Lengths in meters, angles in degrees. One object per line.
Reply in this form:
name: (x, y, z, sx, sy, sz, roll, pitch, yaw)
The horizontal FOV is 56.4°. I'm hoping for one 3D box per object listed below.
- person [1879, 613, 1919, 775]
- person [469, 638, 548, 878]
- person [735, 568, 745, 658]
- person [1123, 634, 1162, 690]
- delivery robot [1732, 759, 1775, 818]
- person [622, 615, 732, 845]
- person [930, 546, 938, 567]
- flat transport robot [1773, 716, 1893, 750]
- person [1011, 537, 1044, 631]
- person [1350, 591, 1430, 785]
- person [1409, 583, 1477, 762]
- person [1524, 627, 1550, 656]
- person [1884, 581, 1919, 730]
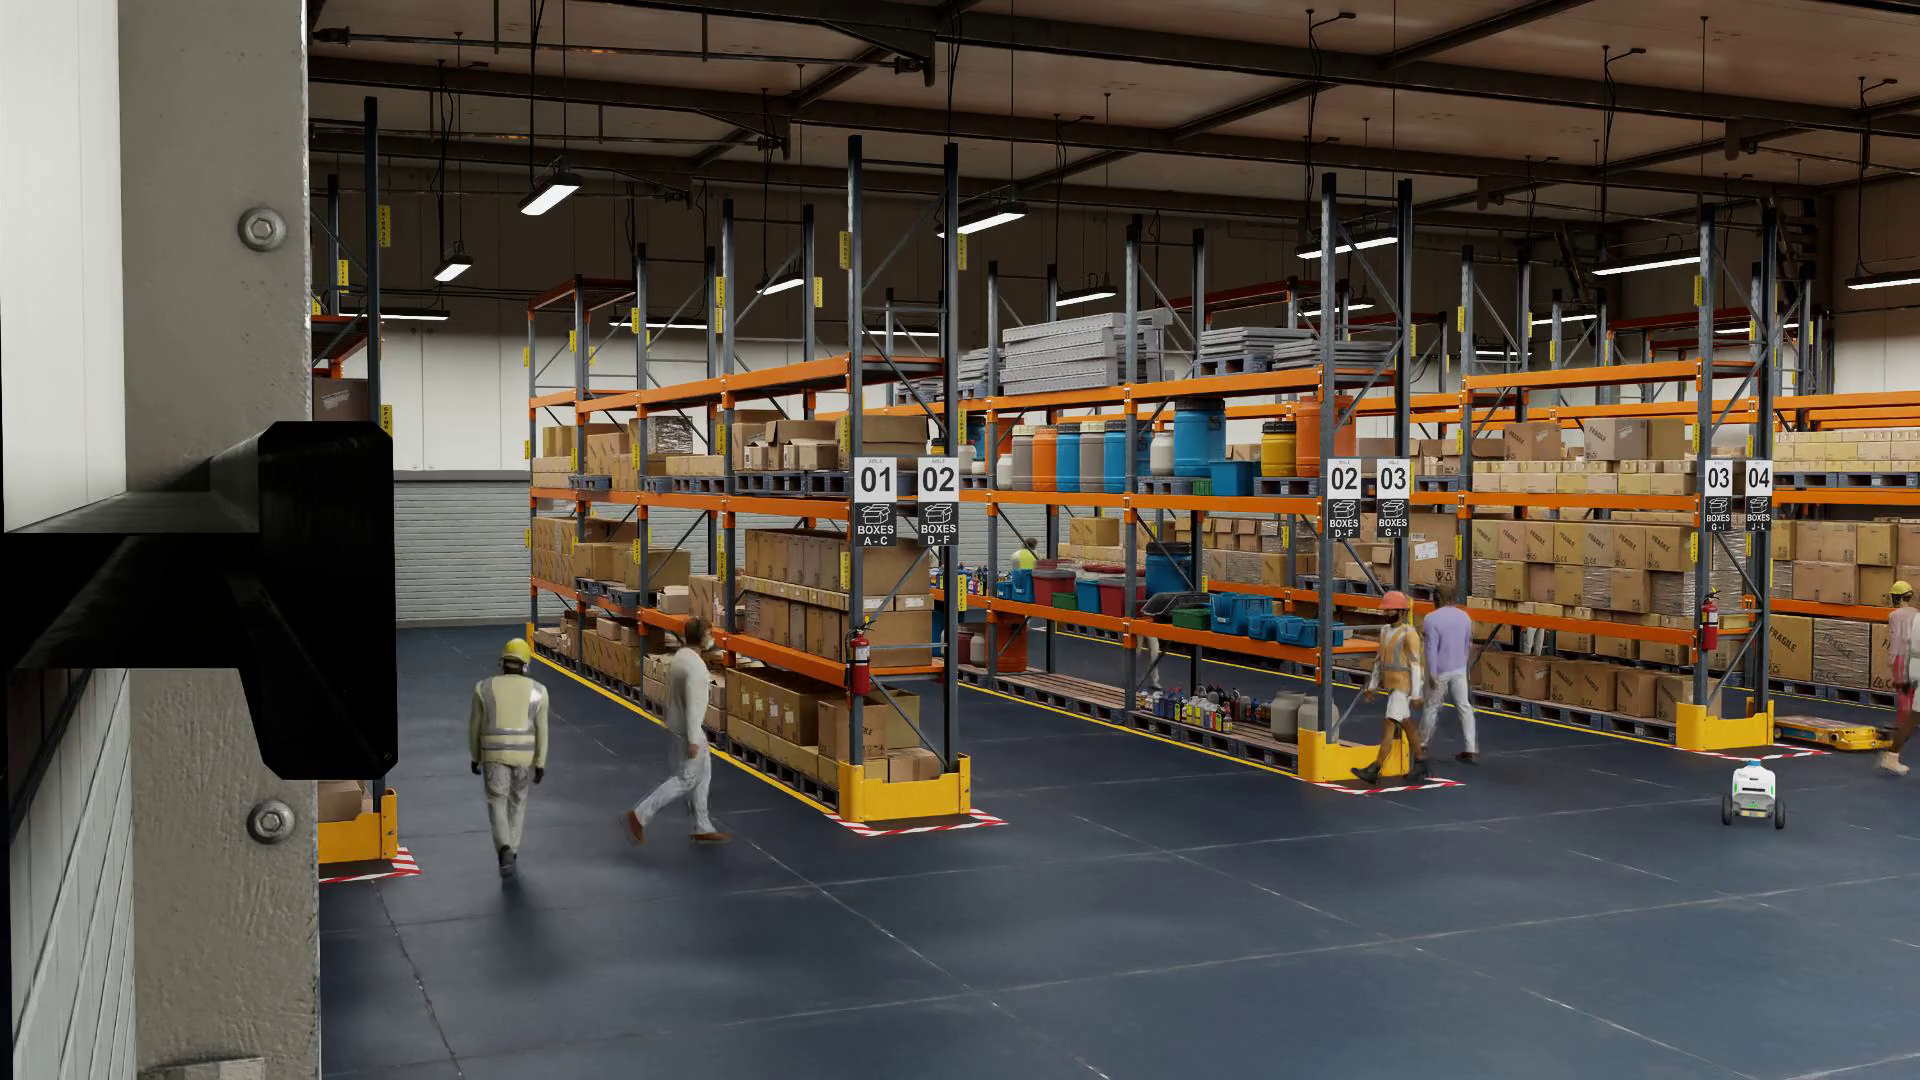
person: (9.793, 1.393, 18.042, 1.089, 1.975, 0.626, 0, 2, 2)
person: (-3.441, 1.653, 13.703, 0.588, 1.796, 0.862, -1, 2, -21)
person: (-3.275, 1.232, 26.926, 0.527, 1.597, 0.777, -1, 2, -28)
person: (2.584, 1.292, 25.462, 0.526, 1.612, 0.770, -1, 2, -25)
delivery robot: (6.949, 2.159, 15.678, 0.477, 0.478, 0.707, 1, 2, 24)
person: (-2.304, 1.565, 14.613, 0.815, 1.912, 0.635, -1, 2, -15)
person: (-0.533, 0.754, 34.618, 0.407, 1.986, 0.615, 2, 3, 36)
flat transport robot: (9.749, 2.168, 20.284, 0.652, 0.197, 1.431, -1, 2, -21)
person: (1.293, 0.852, 34.287, 0.648, 1.819, 0.433, 0, 2, 7)
person: (4.243, 1.447, 17.615, 0.995, 1.889, 0.546, -1, 2, -17)
person: (5.181, 1.399, 19.141, 0.654, 1.878, 1.044, -1, 2, -22)
person: (8.424, 1.249, 26.211, 0.498, 1.632, 0.285, -1, 2, -28)
person: (11.194, 1.372, 21.296, 0.526, 1.769, 0.328, -1, 3, -31)
